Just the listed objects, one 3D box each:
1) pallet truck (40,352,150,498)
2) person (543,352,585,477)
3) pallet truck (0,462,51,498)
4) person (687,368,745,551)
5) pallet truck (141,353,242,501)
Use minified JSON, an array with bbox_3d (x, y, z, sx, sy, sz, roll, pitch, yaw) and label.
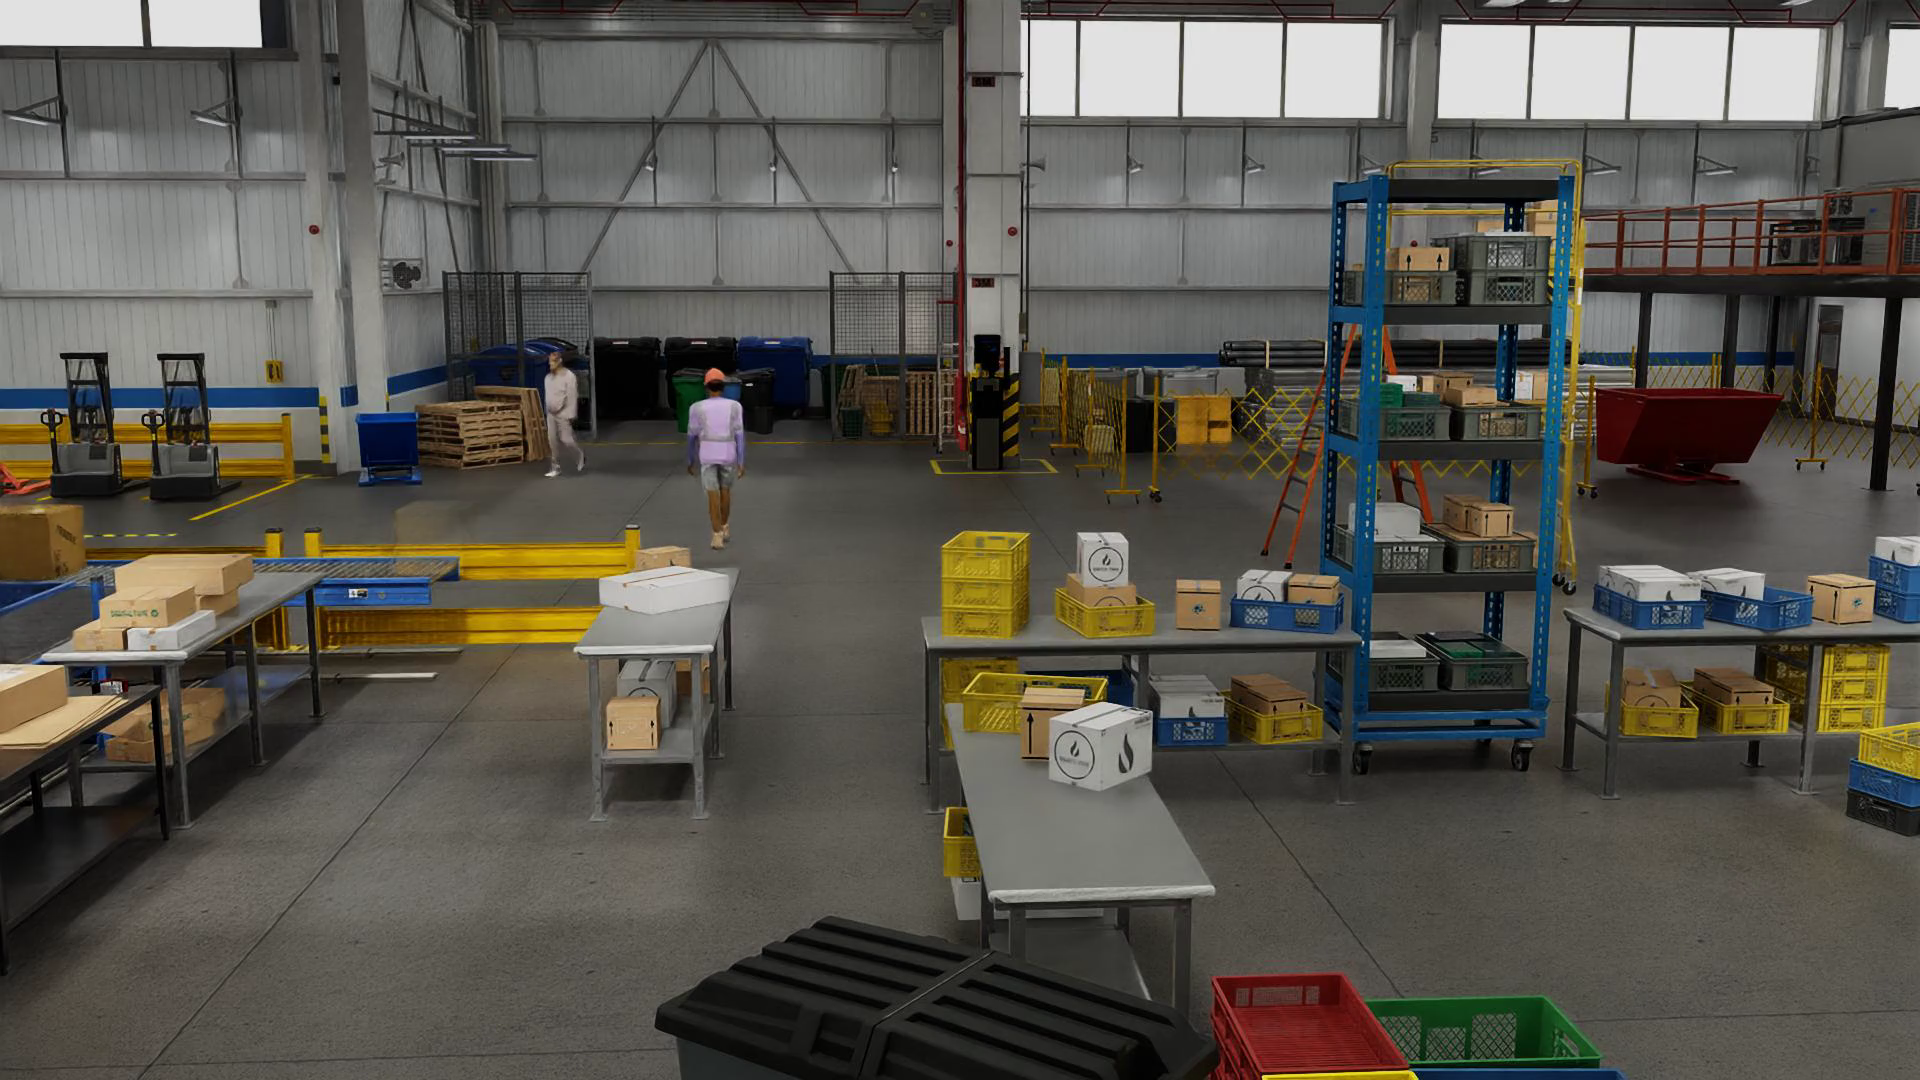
[{"bbox_3d":[-11.907,-1.642,23.165,0.823,1.965,1.885,0,9,0],"label":"pallet truck"},{"bbox_3d":[-6.006,-1.903,25.128,0.656,1.891,0.567,5,10,30],"label":"person"},{"bbox_3d":[-13.193,-1.293,23.148,0.653,1.274,1.630,-1,9,-4],"label":"pallet truck"},{"bbox_3d":[-2.751,-0.914,18.618,0.618,1.994,1.011,-3,10,-21],"label":"person"},{"bbox_3d":[-10.520,-1.604,22.925,0.823,1.965,1.885,-1,9,-6],"label":"pallet truck"}]
